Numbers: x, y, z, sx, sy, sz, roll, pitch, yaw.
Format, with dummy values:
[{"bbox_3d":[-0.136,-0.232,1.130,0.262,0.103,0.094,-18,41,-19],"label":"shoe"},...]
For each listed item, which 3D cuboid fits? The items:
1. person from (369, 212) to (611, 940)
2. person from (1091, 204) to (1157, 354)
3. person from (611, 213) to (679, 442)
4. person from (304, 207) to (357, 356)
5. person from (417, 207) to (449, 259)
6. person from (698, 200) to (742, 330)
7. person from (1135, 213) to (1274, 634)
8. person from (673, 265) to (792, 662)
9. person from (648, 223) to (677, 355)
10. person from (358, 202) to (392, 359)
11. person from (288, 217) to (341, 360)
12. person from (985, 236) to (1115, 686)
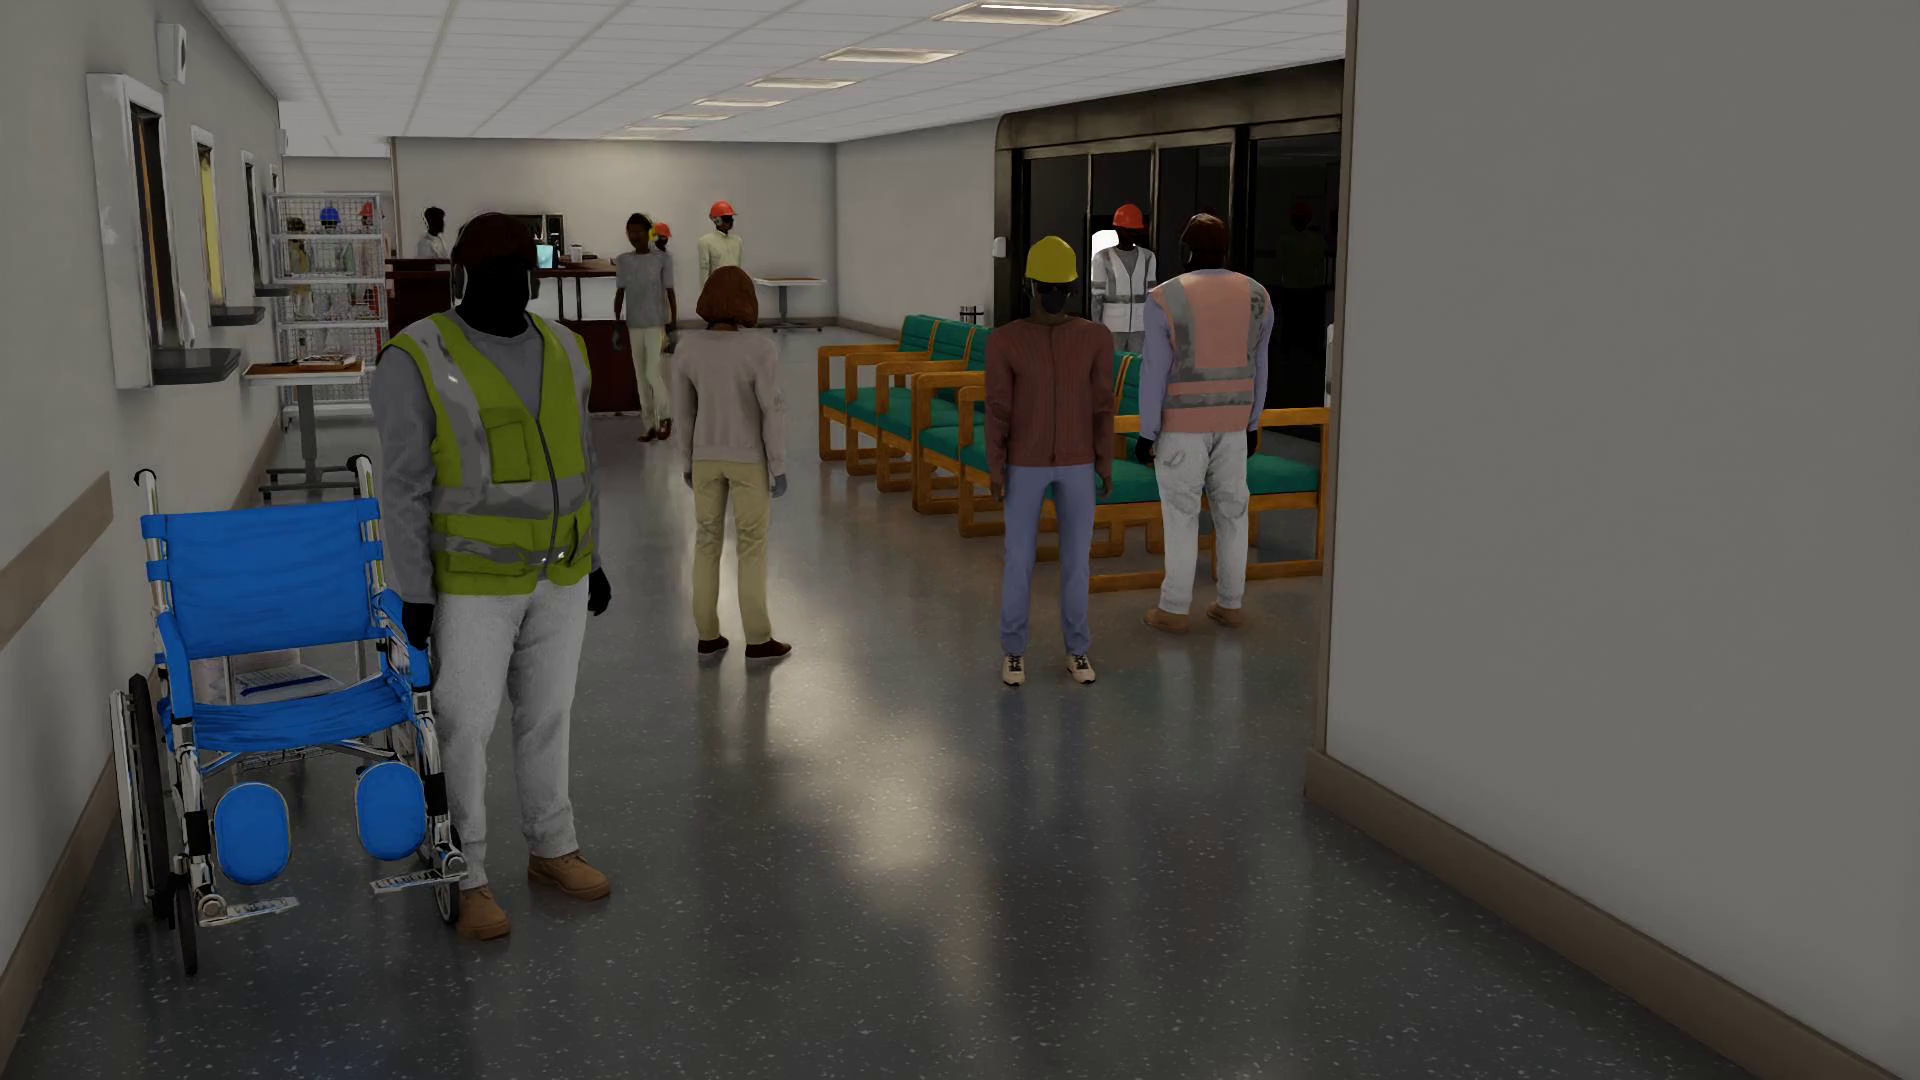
[{"bbox_3d":[-1.169,0.088,4.313,0.429,1.840,0.635,9,14,39],"label":"person"},{"bbox_3d":[1.321,-1.706,13.304,0.546,1.929,0.392,-3,12,-17],"label":"person"},{"bbox_3d":[-2.567,-1.709,13.498,0.501,1.855,0.431,3,11,15],"label":"person"},{"bbox_3d":[-7.478,-2.982,19.827,0.602,1.939,0.423,0,11,0],"label":"person"},{"bbox_3d":[-6.551,-3.219,21.016,0.679,1.940,0.612,2,11,12],"label":"person"},{"bbox_3d":[-2.610,-2.723,18.327,0.373,1.997,0.615,9,14,38],"label":"person"},{"bbox_3d":[1.053,-0.503,7.338,0.621,1.845,0.429,-4,12,-20],"label":"person"},{"bbox_3d":[-0.939,-0.308,6.874,0.505,1.633,0.279,5,12,23],"label":"person"},{"bbox_3d":[-3.971,-3.337,22.132,0.352,1.743,0.564,8,13,35],"label":"person"},{"bbox_3d":[-7.069,-3.081,20.162,0.375,1.997,0.611,0,11,1],"label":"person"},{"bbox_3d":[-8.268,-3.160,21.057,0.899,1.802,0.663,3,11,15],"label":"person"},{"bbox_3d":[0.353,-0.294,6.488,0.517,1.757,0.335,-2,11,-11],"label":"person"}]
